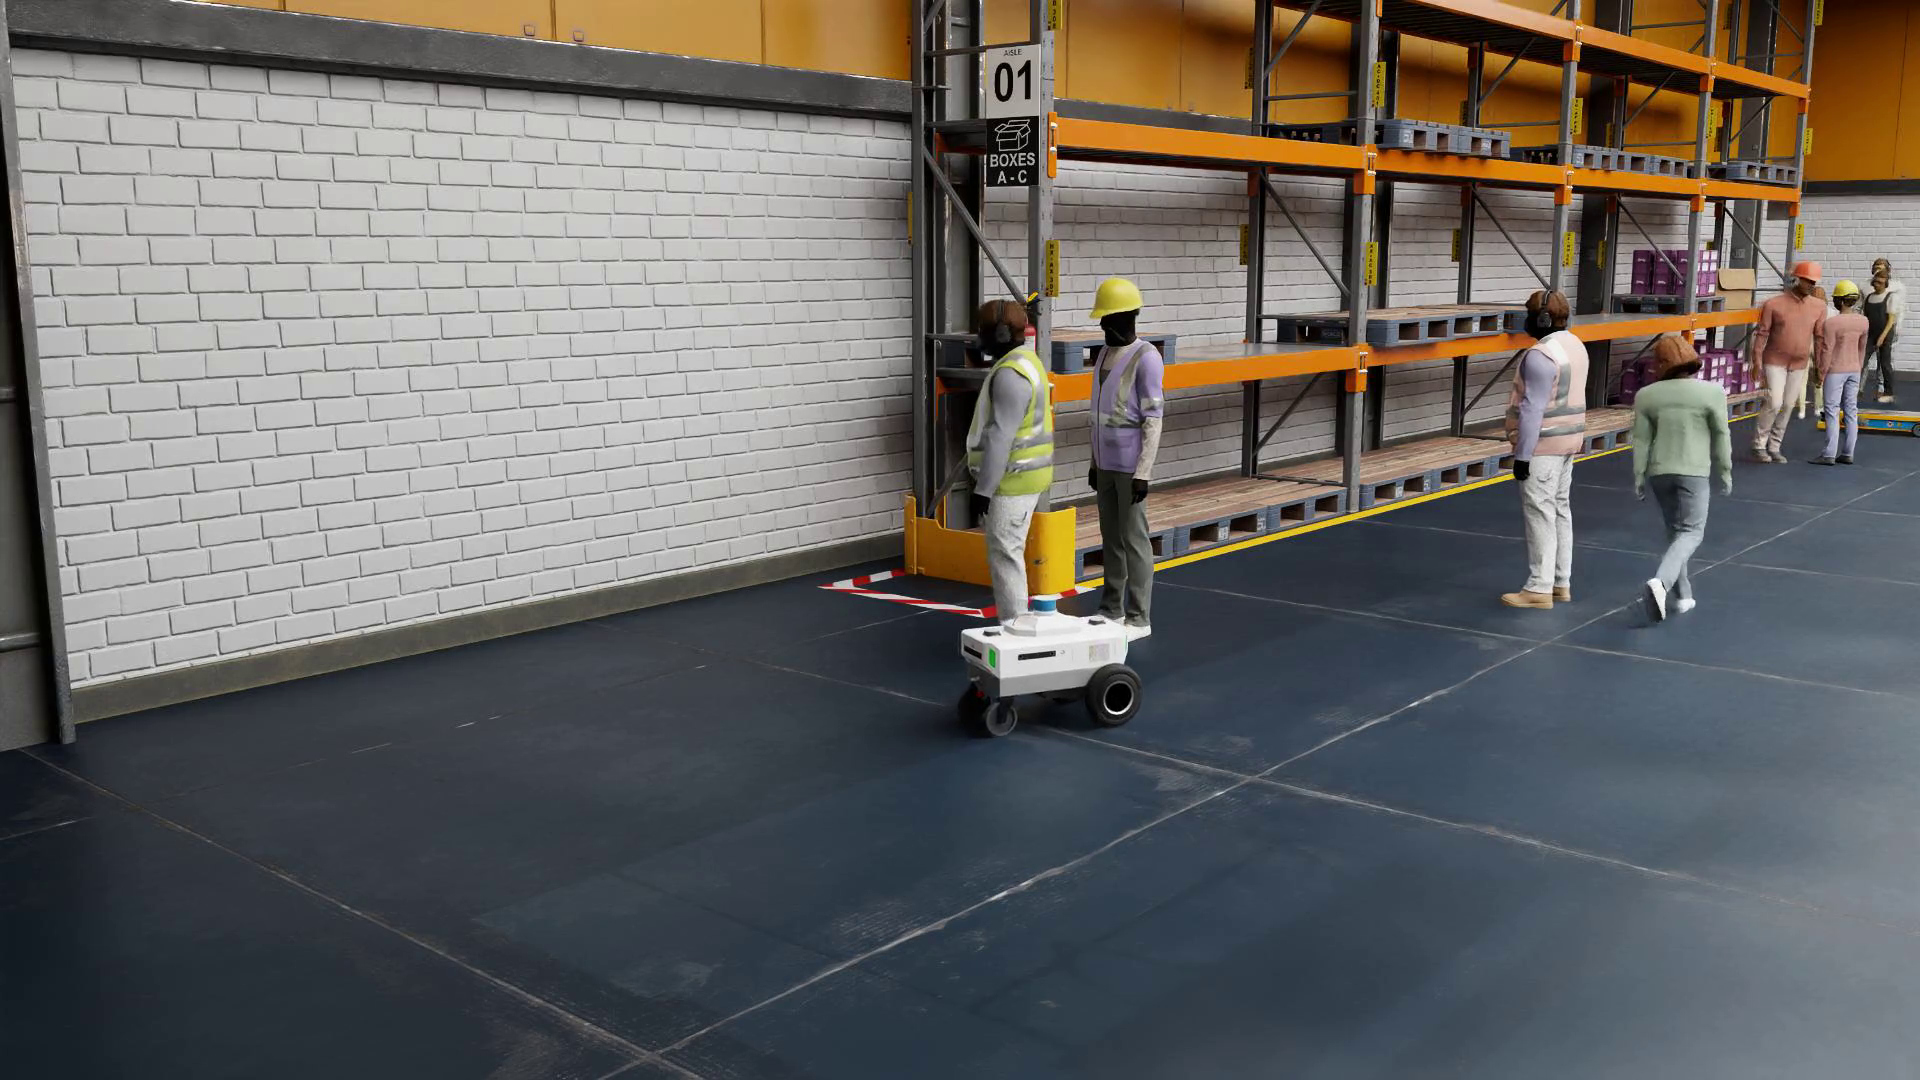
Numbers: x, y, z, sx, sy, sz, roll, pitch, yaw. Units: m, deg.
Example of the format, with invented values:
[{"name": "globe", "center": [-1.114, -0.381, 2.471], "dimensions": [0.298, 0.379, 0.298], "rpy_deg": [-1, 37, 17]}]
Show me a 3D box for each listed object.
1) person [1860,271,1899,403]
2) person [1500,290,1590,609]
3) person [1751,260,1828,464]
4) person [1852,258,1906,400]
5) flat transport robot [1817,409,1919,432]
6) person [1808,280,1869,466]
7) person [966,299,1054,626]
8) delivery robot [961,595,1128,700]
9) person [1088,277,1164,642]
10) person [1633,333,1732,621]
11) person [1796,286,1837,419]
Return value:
[{"name": "person", "center": [12.154, -2.679, 22.105], "dimensions": [1.024, 1.772, 0.497], "rpy_deg": [-7, 12, -34]}, {"name": "person", "center": [3.389, -0.528, 9.670], "dimensions": [0.429, 1.839, 0.631], "rpy_deg": [8, 13, 39]}, {"name": "person", "center": [7.925, -1.685, 15.921], "dimensions": [0.637, 1.958, 0.593], "rpy_deg": [0, 10, -2]}, {"name": "person", "center": [12.545, -2.883, 22.783], "dimensions": [0.635, 1.938, 0.361], "rpy_deg": [8, 13, 39]}, {"name": "flat transport robot", "center": [10.501, -1.330, 18.688], "dimensions": [1.431, 0.197, 0.652], "rpy_deg": [8, 13, 40]}, {"name": "person", "center": [8.417, -1.590, 15.919], "dimensions": [0.522, 1.768, 0.312], "rpy_deg": [-3, 11, -19]}, {"name": "person", "center": [0.246, -0.269, 8.223], "dimensions": [0.431, 1.827, 0.650], "rpy_deg": [1, 10, 7]}, {"name": "delivery robot", "center": [0.369, 0.485, 7.278], "dimensions": [0.707, 0.478, 0.477], "rpy_deg": [-4, 11, -24]}, {"name": "person", "center": [0.845, -0.419, 8.801], "dimensions": [0.371, 1.923, 0.586], "rpy_deg": [-5, 11, -25]}, {"name": "person", "center": [4.002, -0.353, 9.324], "dimensions": [0.711, 1.599, 0.531], "rpy_deg": [-10, 14, -44]}, {"name": "person", "center": [10.460, -2.298, 20.400], "dimensions": [0.536, 1.597, 0.781], "rpy_deg": [7, 12, 34]}]
